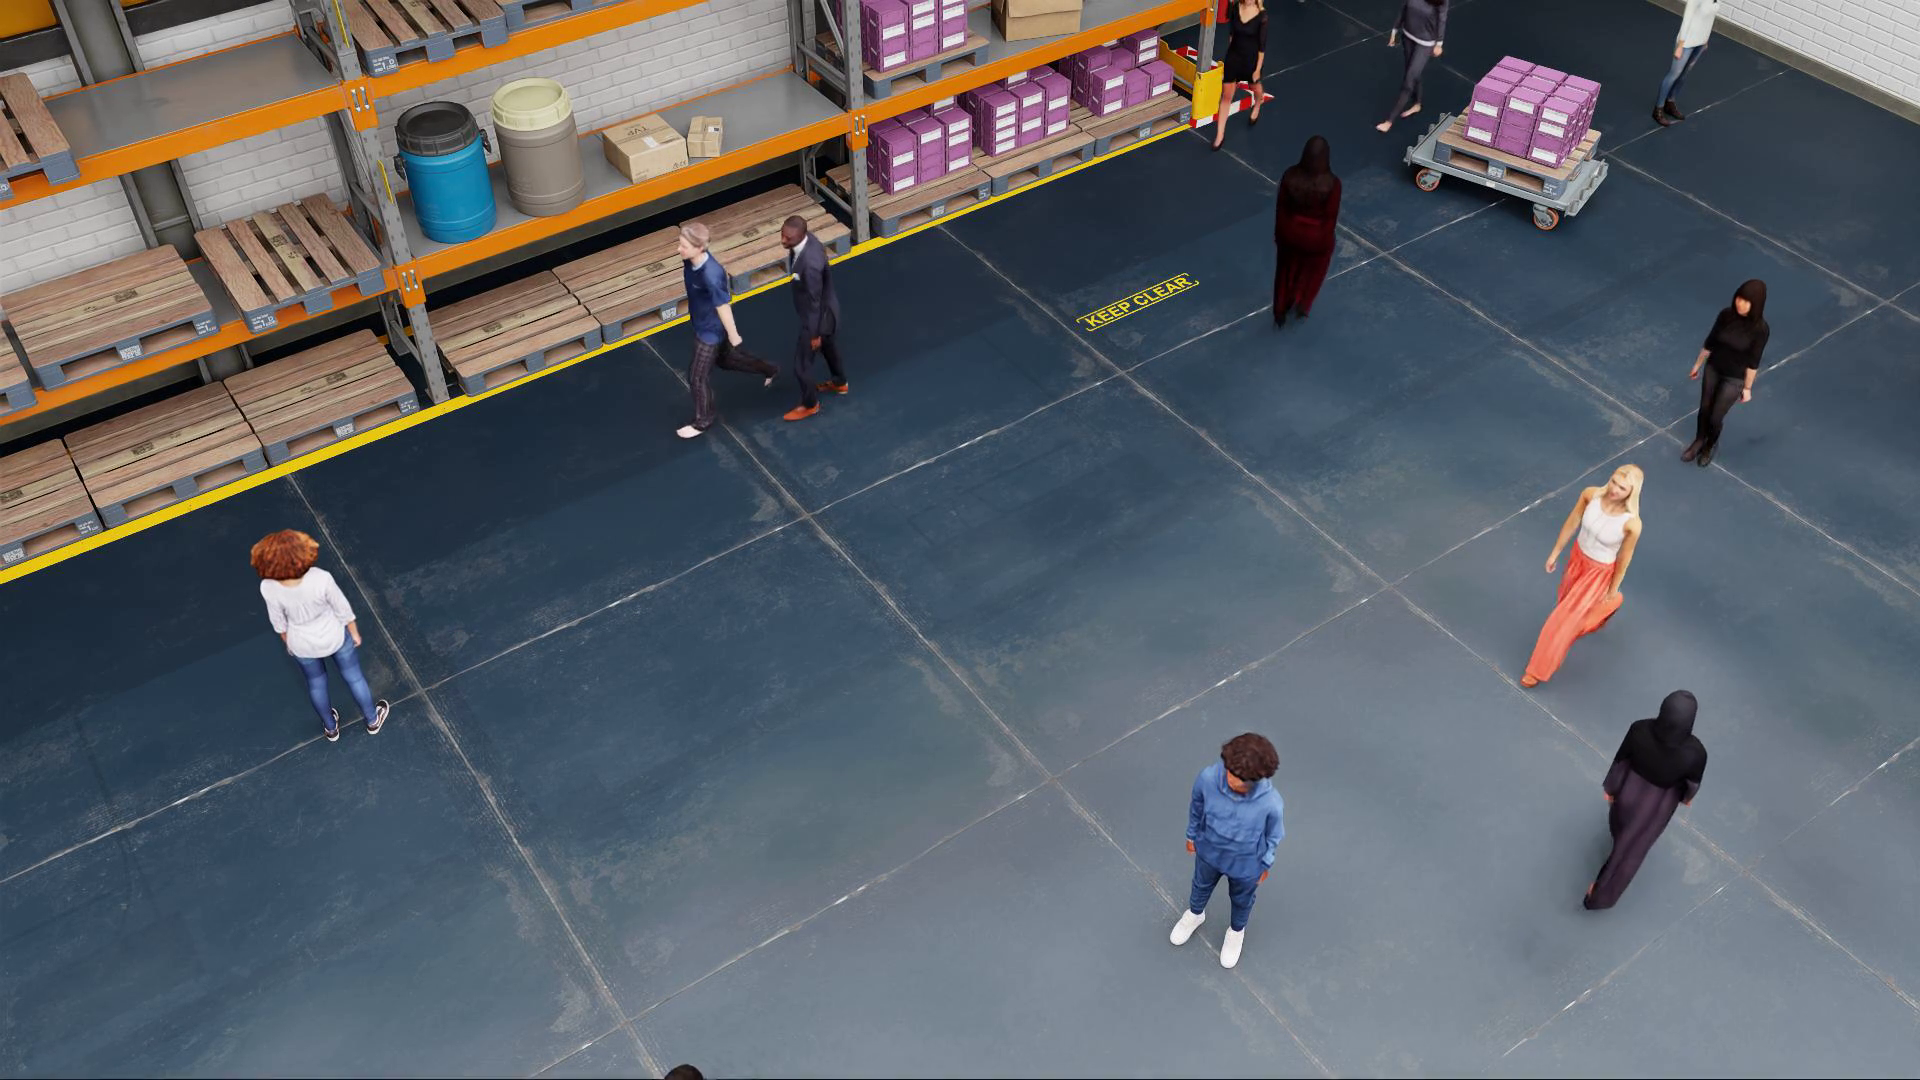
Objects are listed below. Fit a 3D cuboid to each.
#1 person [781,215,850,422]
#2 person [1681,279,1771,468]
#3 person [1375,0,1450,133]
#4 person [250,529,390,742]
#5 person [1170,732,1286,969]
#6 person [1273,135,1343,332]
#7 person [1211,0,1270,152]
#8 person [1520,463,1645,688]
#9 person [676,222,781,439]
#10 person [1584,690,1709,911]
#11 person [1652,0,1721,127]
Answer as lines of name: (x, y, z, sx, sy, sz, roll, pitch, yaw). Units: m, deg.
person: (-1.045, -1.693, 12.618, 0.962, 1.793, 0.922, -3, 44, -4)
person: (5.702, -1.248, 12.272, 0.557, 1.627, 0.610, -27, 50, -26)
person: (4.452, -4.813, 15.938, 1.046, 1.730, 0.696, -29, 51, -27)
person: (-3.969, 0.591, 10.278, 0.690, 1.714, 0.798, -7, 44, -7)
person: (1.484, 1.669, 9.079, 0.754, 1.806, 0.721, 21, 48, 21)
person: (2.748, -2.402, 13.399, 0.810, 1.742, 0.842, 18, 46, 18)
person: (2.735, -4.542, 15.728, 0.852, 1.628, 1.136, 23, 48, 22)
person: (4.097, 0.167, 10.679, 1.125, 1.774, 0.688, -22, 48, -21)
person: (-1.780, -1.610, 12.502, 1.201, 1.833, 0.788, -18, 46, -18)
person: (3.862, 1.479, 9.422, 0.746, 1.608, 1.147, 33, 53, 30)
person: (7.039, -4.814, 16.002, 0.431, 1.644, 0.628, -24, 49, -23)
